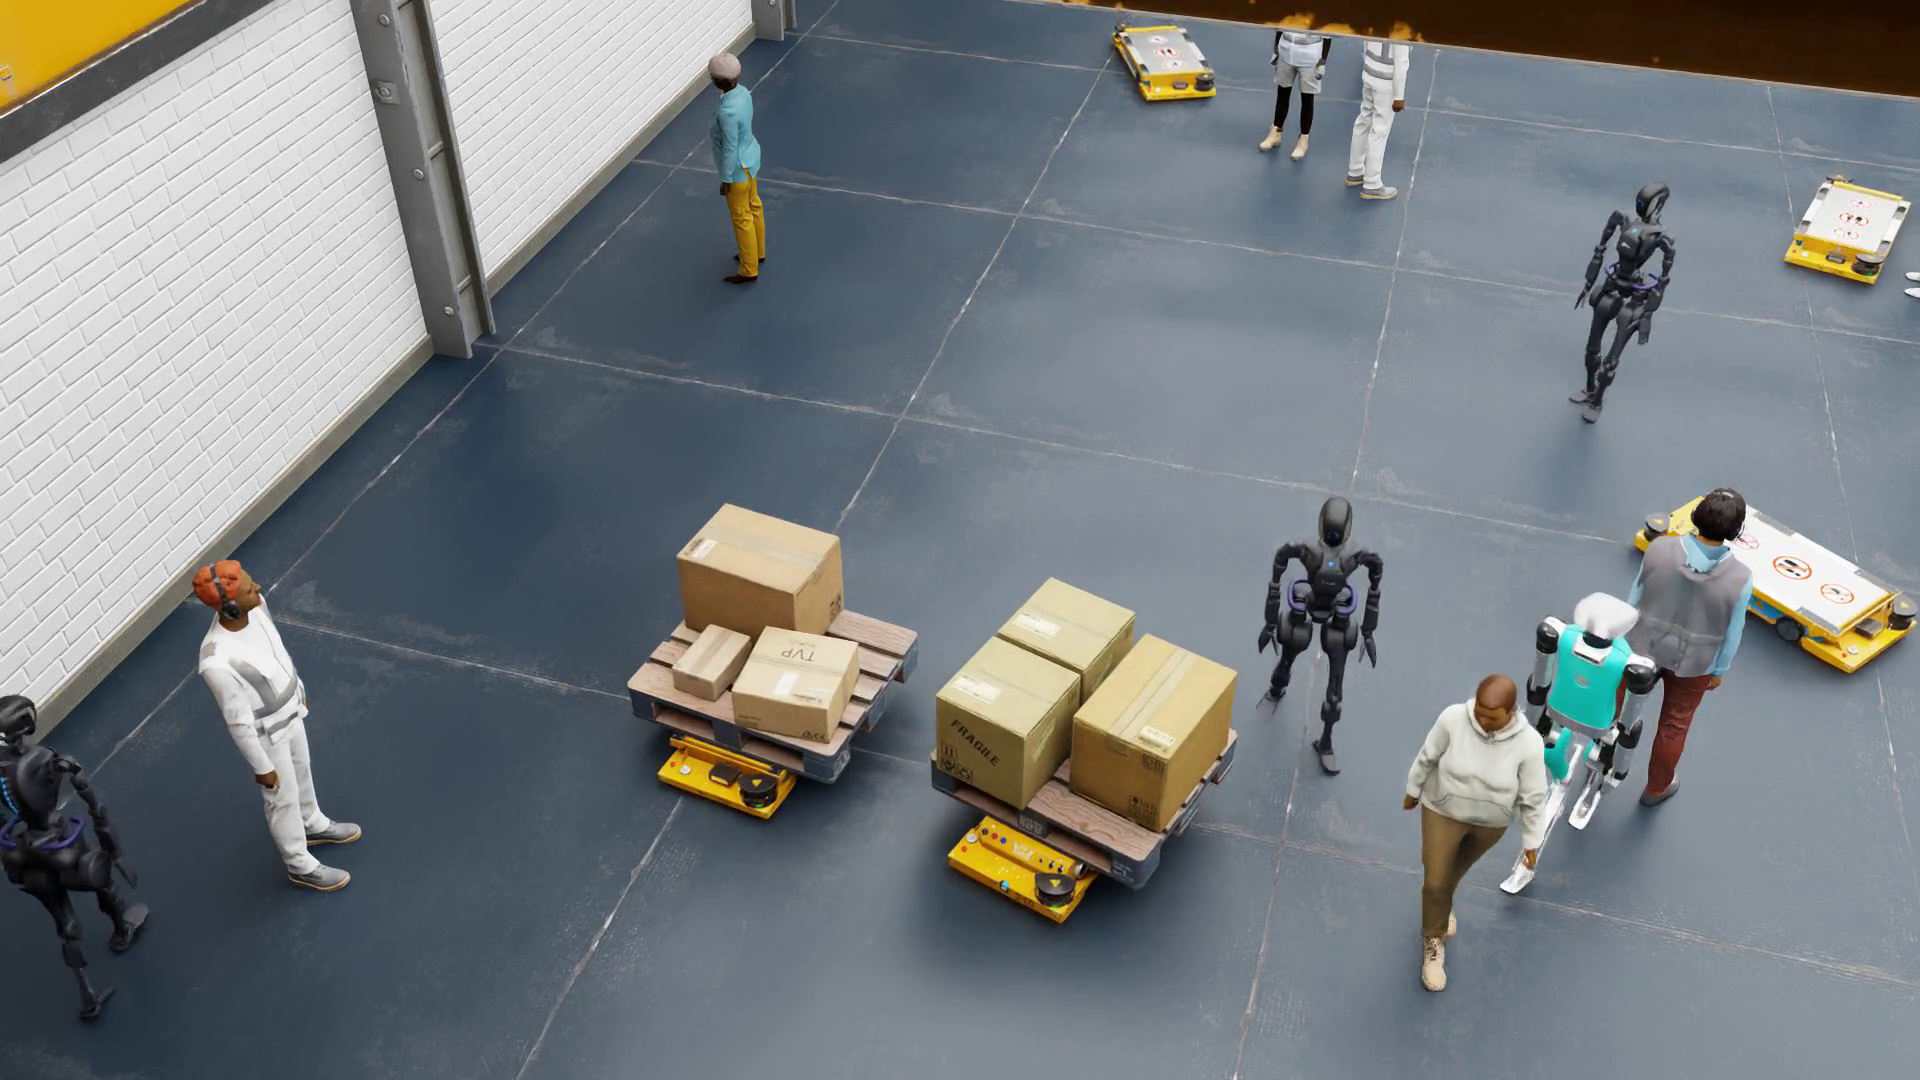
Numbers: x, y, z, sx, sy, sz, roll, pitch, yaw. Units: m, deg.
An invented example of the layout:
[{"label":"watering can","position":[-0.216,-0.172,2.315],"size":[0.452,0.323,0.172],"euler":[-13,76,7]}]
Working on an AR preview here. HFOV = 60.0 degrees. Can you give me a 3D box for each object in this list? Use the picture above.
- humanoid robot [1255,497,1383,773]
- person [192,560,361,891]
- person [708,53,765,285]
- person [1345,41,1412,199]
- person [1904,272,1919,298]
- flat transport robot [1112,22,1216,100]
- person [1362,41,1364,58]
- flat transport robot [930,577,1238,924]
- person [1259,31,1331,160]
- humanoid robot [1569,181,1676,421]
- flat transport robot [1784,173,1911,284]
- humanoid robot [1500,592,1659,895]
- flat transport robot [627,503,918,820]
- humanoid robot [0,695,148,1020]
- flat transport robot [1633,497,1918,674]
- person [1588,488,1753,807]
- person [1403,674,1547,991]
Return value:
[{"label":"humanoid robot","position":[1.830,0.395,8.419],"size":[0.601,1.649,0.606],"euler":[6,39,7]},{"label":"person","position":[-3.158,0.851,7.657],"size":[0.346,1.883,0.582],"euler":[-3,39,-3]},{"label":"person","position":[-1.645,-2.725,12.211],"size":[0.342,1.752,0.521],"euler":[6,39,7]},{"label":"person","position":[3.382,-3.646,13.251],"size":[0.356,1.886,0.573],"euler":[-11,40,-13]},{"label":"person","position":[7.278,-2.523,12.055],"size":[0.314,1.629,0.506],"euler":[21,43,24]},{"label":"flat transport robot","position":[1.903,-4.507,15.610],"size":[0.659,0.231,1.431],"euler":[-5,39,-7]},{"label":"person","position":[3.839,-5.097,15.202],"size":[0.491,1.689,0.734],"euler":[9,40,11]},{"label":"flat transport robot","position":[0.606,1.275,8.418],"size":[0.659,0.231,1.431],"euler":[23,44,26]},{"label":"person","position":[2.831,-4.015,13.857],"size":[0.531,1.697,0.322],"euler":[27,46,30]},{"label":"humanoid robot","position":[4.291,-1.567,10.826],"size":[0.377,1.646,0.584],"euler":[-24,45,-27]},{"label":"flat transport robot","position":[6.993,-2.458,13.062],"size":[0.659,0.231,1.431],"euler":[23,44,25]},{"label":"humanoid robot","position":[2.969,0.851,7.814],"size":[0.554,1.766,1.043],"euler":[28,47,31]},{"label":"flat transport robot","position":[-0.962,0.865,8.928],"size":[0.659,0.231,1.431],"euler":[16,42,19]},{"label":"humanoid robot","position":[-3.927,1.360,7.226],"size":[0.609,1.644,0.590],"euler":[3,39,3]},{"label":"flat transport robot","position":[4.766,0.207,9.747],"size":[0.659,0.231,1.431],"euler":[-24,45,-27]},{"label":"person","position":[3.441,0.545,8.042],"size":[0.529,1.879,0.411],"euler":[24,45,27]},{"label":"person","position":[2.237,1.247,7.276],"size":[0.585,1.722,0.716],"euler":[8,40,10]}]
